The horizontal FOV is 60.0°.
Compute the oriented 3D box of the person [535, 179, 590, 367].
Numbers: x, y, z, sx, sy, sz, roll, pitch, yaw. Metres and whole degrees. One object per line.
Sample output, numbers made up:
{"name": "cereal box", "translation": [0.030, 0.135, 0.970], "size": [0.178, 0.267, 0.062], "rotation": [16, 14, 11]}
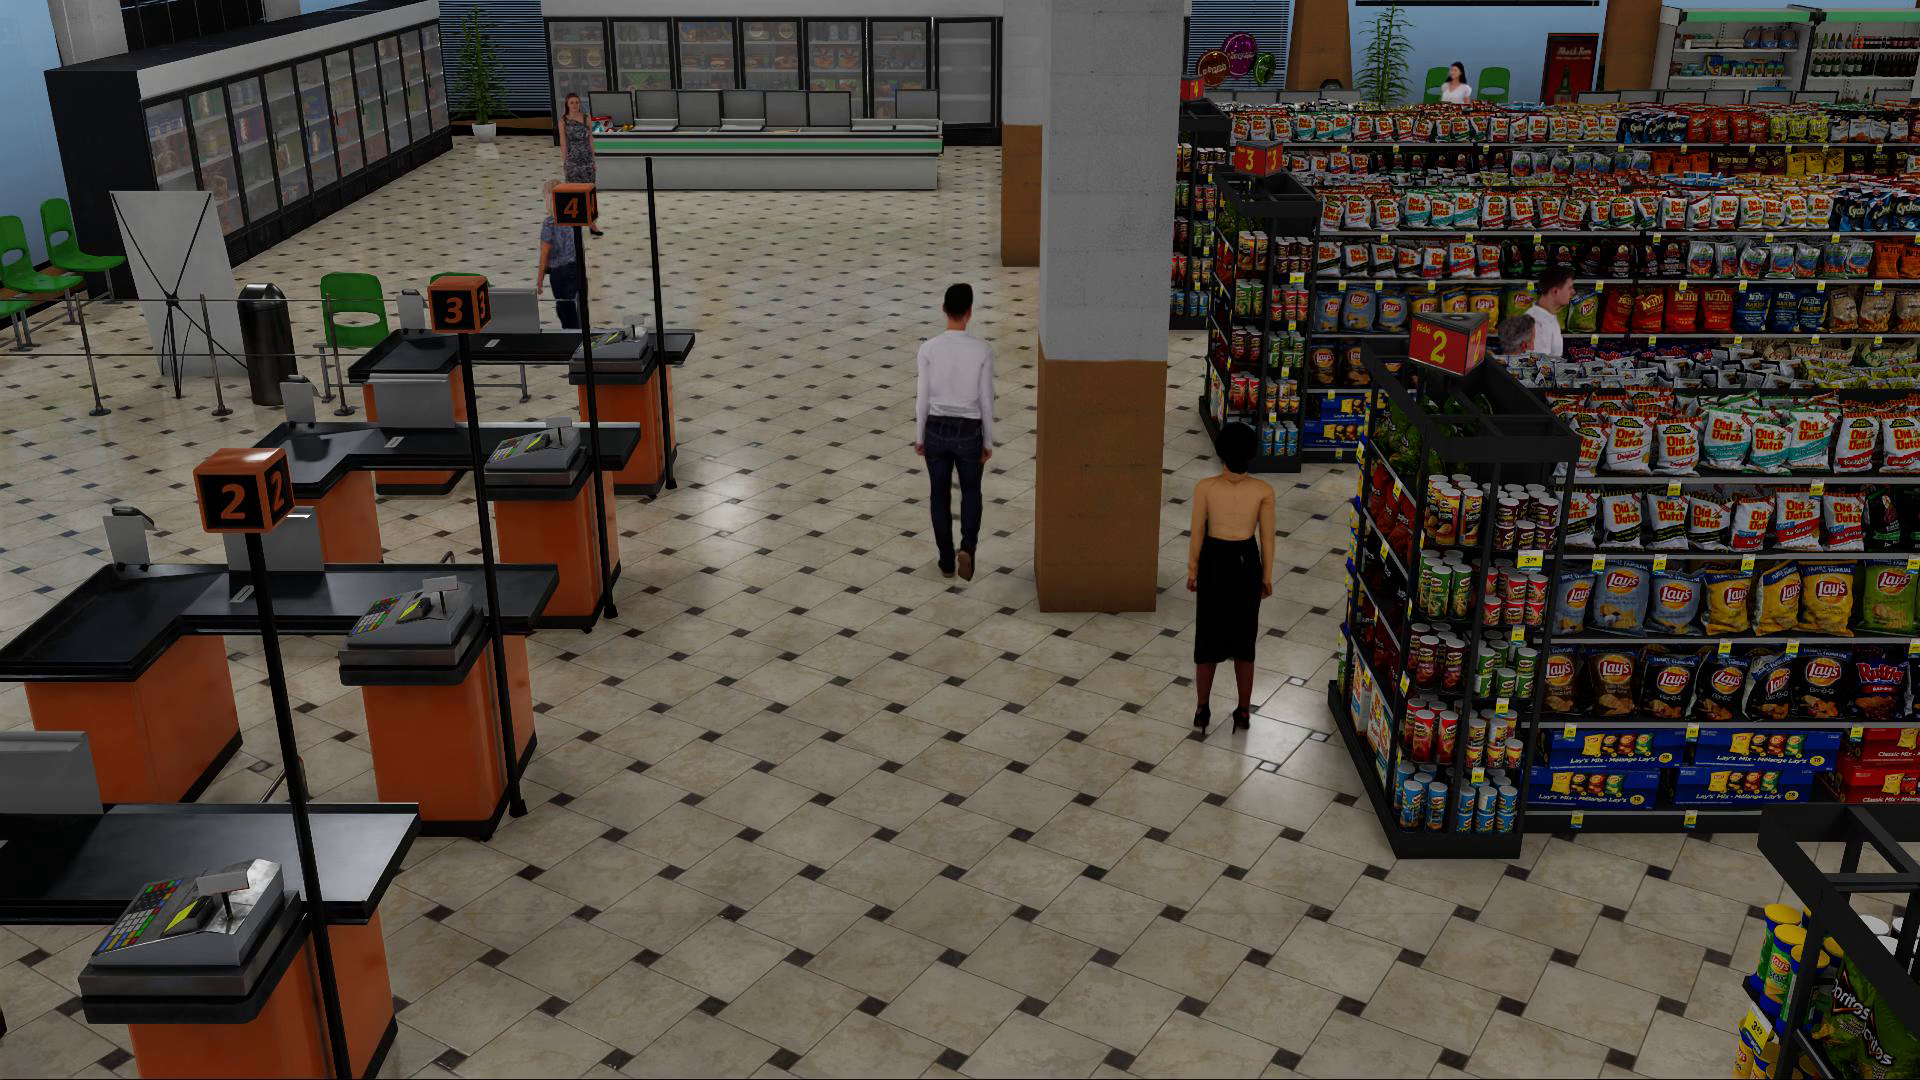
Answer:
{"name": "person", "translation": [-3.316, -2.218, 14.277], "size": [0.860, 1.702, 0.749], "rotation": [11, 24, 25]}

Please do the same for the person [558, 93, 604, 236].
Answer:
{"name": "person", "translation": [-4.578, -4.510, 19.982], "size": [0.588, 1.701, 0.696], "rotation": [-12, 25, -27]}

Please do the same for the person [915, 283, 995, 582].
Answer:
{"name": "person", "translation": [-0.031, -0.595, 10.040], "size": [0.804, 1.850, 0.688], "rotation": [0, 22, -1]}

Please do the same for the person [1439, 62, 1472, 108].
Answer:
{"name": "person", "translation": [6.904, -5.789, 23.200], "size": [0.813, 1.675, 0.754], "rotation": [-19, 28, -38]}

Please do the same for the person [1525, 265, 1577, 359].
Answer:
{"name": "person", "translation": [3.574, -0.868, 10.735], "size": [0.732, 1.838, 0.736], "rotation": [8, 23, 19]}

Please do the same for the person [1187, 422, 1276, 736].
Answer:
{"name": "person", "translation": [1.341, 0.202, 8.320], "size": [0.521, 1.654, 0.669], "rotation": [3, 22, 8]}
